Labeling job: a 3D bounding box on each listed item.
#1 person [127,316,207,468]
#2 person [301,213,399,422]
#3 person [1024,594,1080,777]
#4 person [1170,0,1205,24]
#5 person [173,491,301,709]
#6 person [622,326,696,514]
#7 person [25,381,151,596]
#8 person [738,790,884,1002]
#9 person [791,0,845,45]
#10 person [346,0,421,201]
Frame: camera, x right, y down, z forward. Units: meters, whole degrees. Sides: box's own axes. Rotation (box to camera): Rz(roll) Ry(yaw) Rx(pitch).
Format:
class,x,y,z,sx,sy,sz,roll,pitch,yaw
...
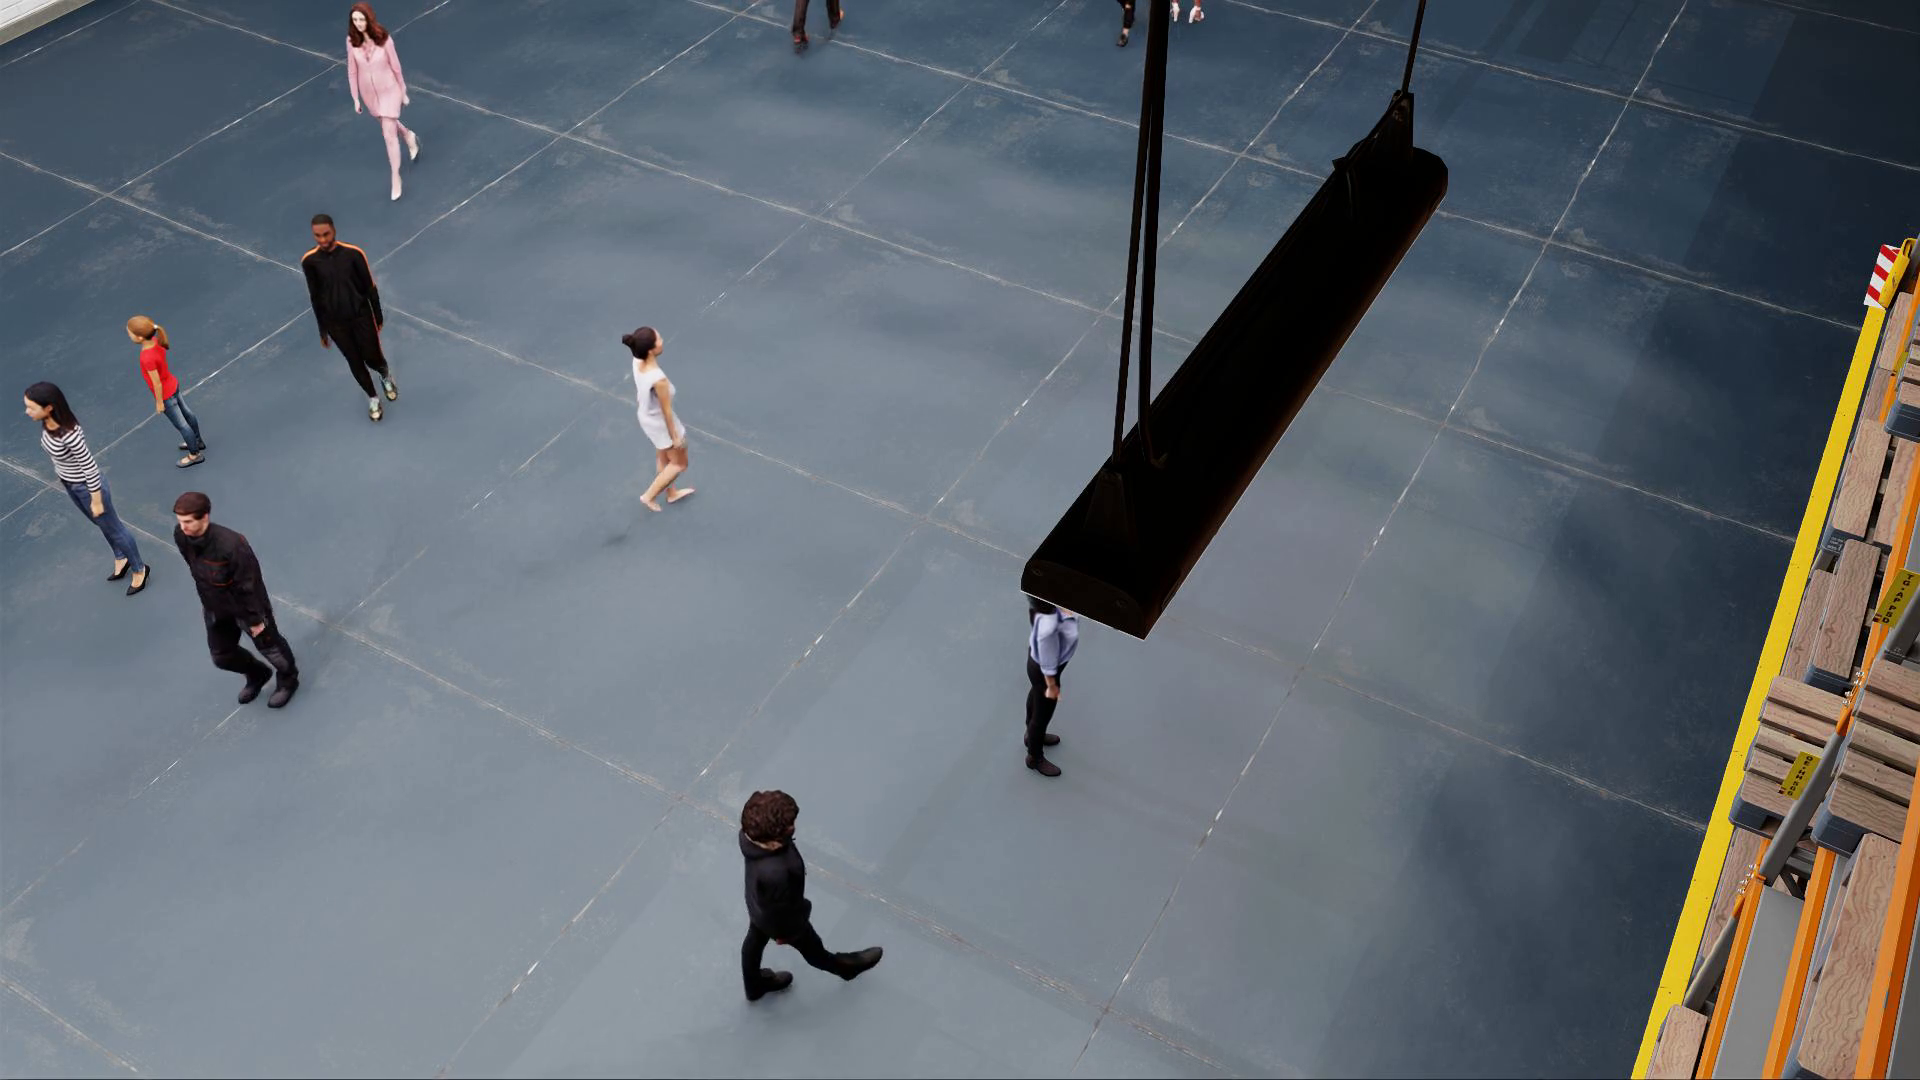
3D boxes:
class,x,y,z,sx,sy,sz,roll,pitch,yaw
person,-5.938,-1.131,12.461,0.633,1.311,0.569,-8,44,-8
person,-4.678,-1.743,12.753,0.807,1.794,0.867,-9,44,-9
person,0.524,0.760,10.162,0.792,1.744,0.666,1,44,1
person,2.454,-6.354,17.598,0.596,1.789,0.581,14,45,15
person,-4.535,0.336,10.549,0.781,1.826,0.732,12,45,12
person,-2.216,-0.818,11.925,0.805,1.598,0.721,-26,49,-25
person,-5.923,-0.353,11.292,0.612,1.797,0.531,31,51,28
person,-1.065,1.967,8.893,1.117,1.747,0.970,-19,47,-19
person,-1.566,-6.008,17.240,0.879,1.781,1.241,11,45,12
person,-5.282,-4.109,15.261,0.956,1.761,1.219,3,44,3
